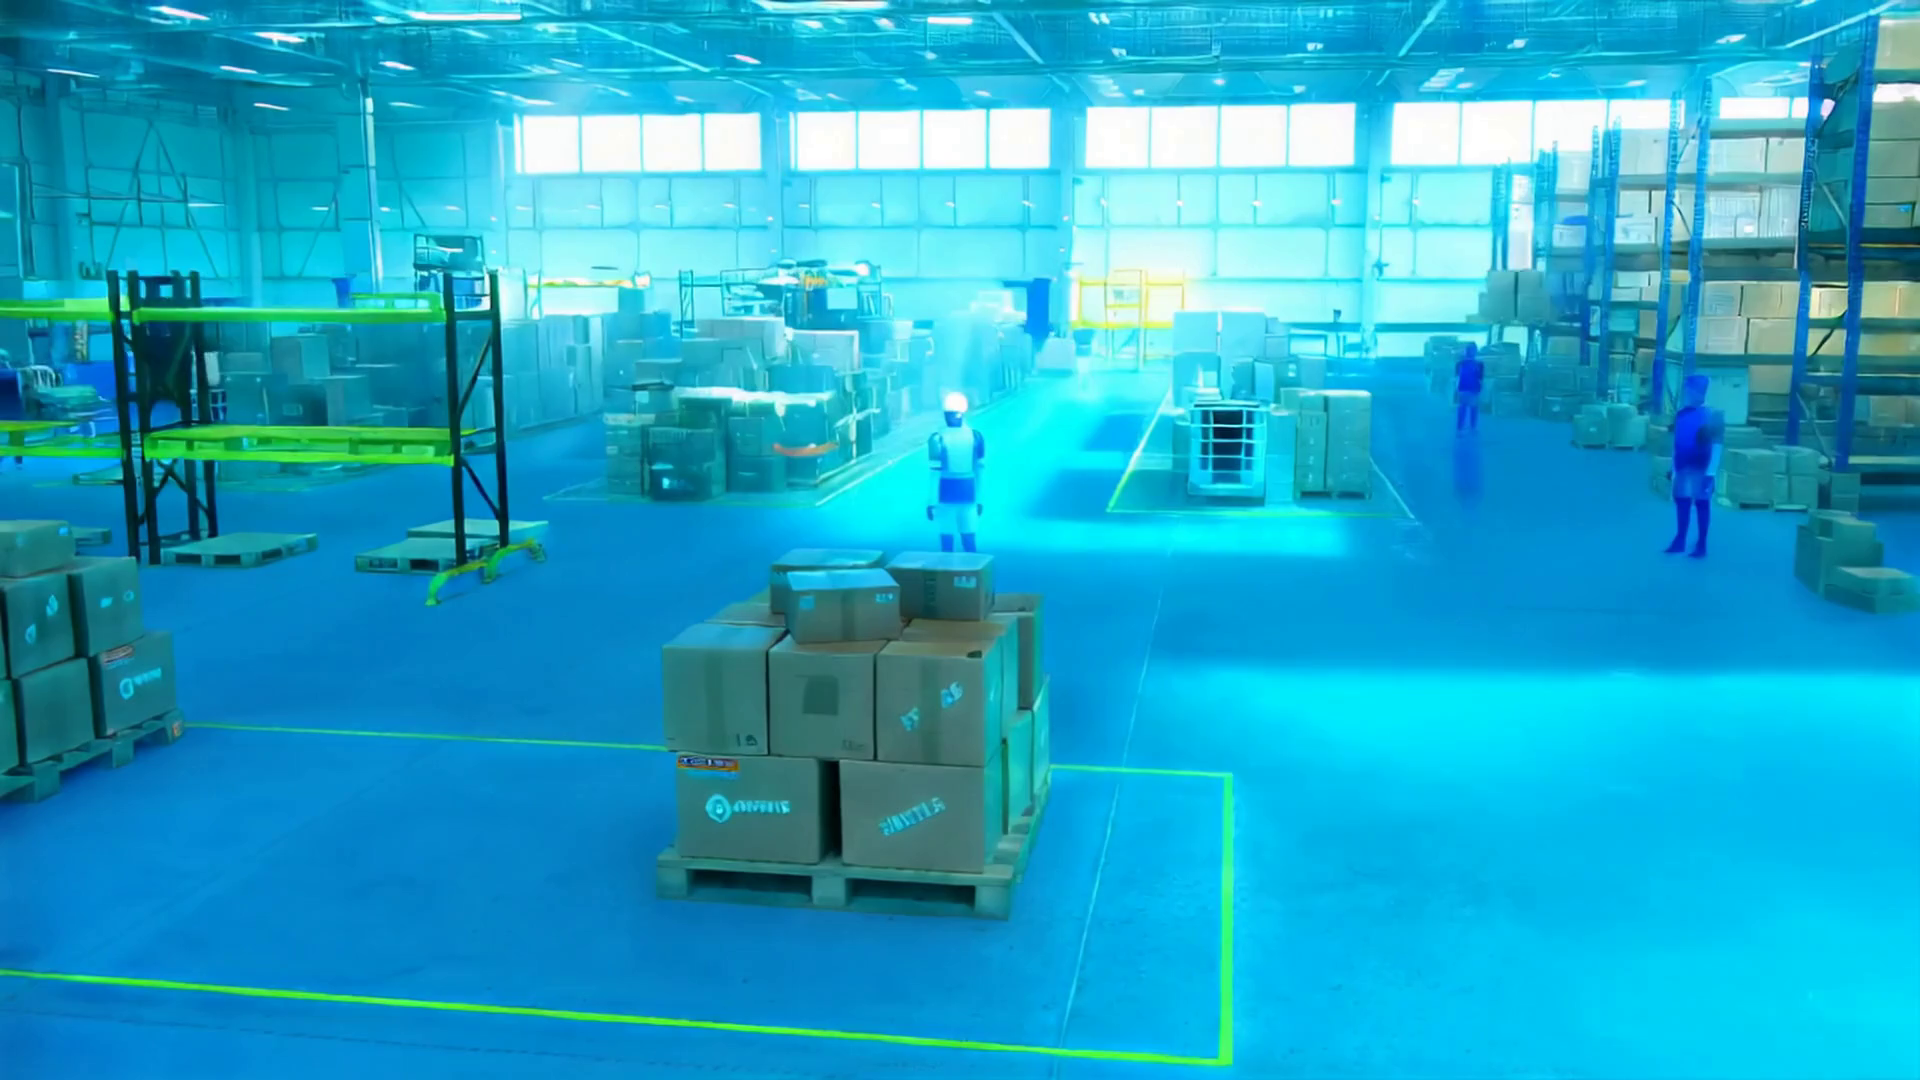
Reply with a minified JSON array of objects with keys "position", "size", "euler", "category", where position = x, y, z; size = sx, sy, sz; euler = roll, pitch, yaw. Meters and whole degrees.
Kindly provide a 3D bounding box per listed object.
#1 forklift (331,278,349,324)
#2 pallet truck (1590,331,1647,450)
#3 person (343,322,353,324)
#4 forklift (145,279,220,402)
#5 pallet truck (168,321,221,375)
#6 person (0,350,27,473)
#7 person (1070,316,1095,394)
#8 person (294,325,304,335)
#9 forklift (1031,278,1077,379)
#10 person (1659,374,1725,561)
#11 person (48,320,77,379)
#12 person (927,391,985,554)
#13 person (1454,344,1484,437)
[{"position":[-16.123,-5.451,43.530],"size":[1.873,2.768,1.129],"euler":[-3,10,-19],"category":"forklift"},{"position":[11.253,-2.573,28.499],"size":[0.823,1.965,1.885],"euler":[5,10,27],"category":"pallet truck"},{"position":[-15.235,-4.596,41.373],"size":[0.793,1.890,0.570],"euler":[0,9,-3],"category":"person"},{"position":[-18.365,-4.671,38.725],"size":[1.129,2.768,1.873],"euler":[3,10,16],"category":"forklift"},{"position":[-21.869,-5.598,47.154],"size":[0.823,1.965,1.885],"euler":[4,10,26],"category":"pallet truck"},{"position":[-14.345,-1.929,24.996],"size":[0.514,1.845,0.338],"euler":[-8,12,-40],"category":"person"},{"position":[2.992,-4.528,40.828],"size":[0.619,1.904,0.538],"euler":[-1,9,-8],"category":"person"},{"position":[-17.082,-4.770,43.201],"size":[0.534,1.611,0.570],"euler":[0,9,-3],"category":"person"},{"position":[2.297,-5.909,46.356],"size":[1.873,2.768,1.129],"euler":[1,9,9],"category":"forklift"},{"position":[7.688,-0.760,17.421],"size":[0.374,1.963,0.607],"euler":[-3,10,-20],"category":"person"},{"position":[-24.569,-5.264,45.353],"size":[0.555,1.922,0.616],"euler":[6,11,35],"category":"person"},{"position":[-0.047,-0.386,15.193],"size":[0.552,1.935,0.360],"euler":[-4,10,-22],"category":"person"},{"position":[9.312,-2.733,30.410],"size":[0.535,1.697,0.322],"euler":[6,11,33],"category":"person"}]
